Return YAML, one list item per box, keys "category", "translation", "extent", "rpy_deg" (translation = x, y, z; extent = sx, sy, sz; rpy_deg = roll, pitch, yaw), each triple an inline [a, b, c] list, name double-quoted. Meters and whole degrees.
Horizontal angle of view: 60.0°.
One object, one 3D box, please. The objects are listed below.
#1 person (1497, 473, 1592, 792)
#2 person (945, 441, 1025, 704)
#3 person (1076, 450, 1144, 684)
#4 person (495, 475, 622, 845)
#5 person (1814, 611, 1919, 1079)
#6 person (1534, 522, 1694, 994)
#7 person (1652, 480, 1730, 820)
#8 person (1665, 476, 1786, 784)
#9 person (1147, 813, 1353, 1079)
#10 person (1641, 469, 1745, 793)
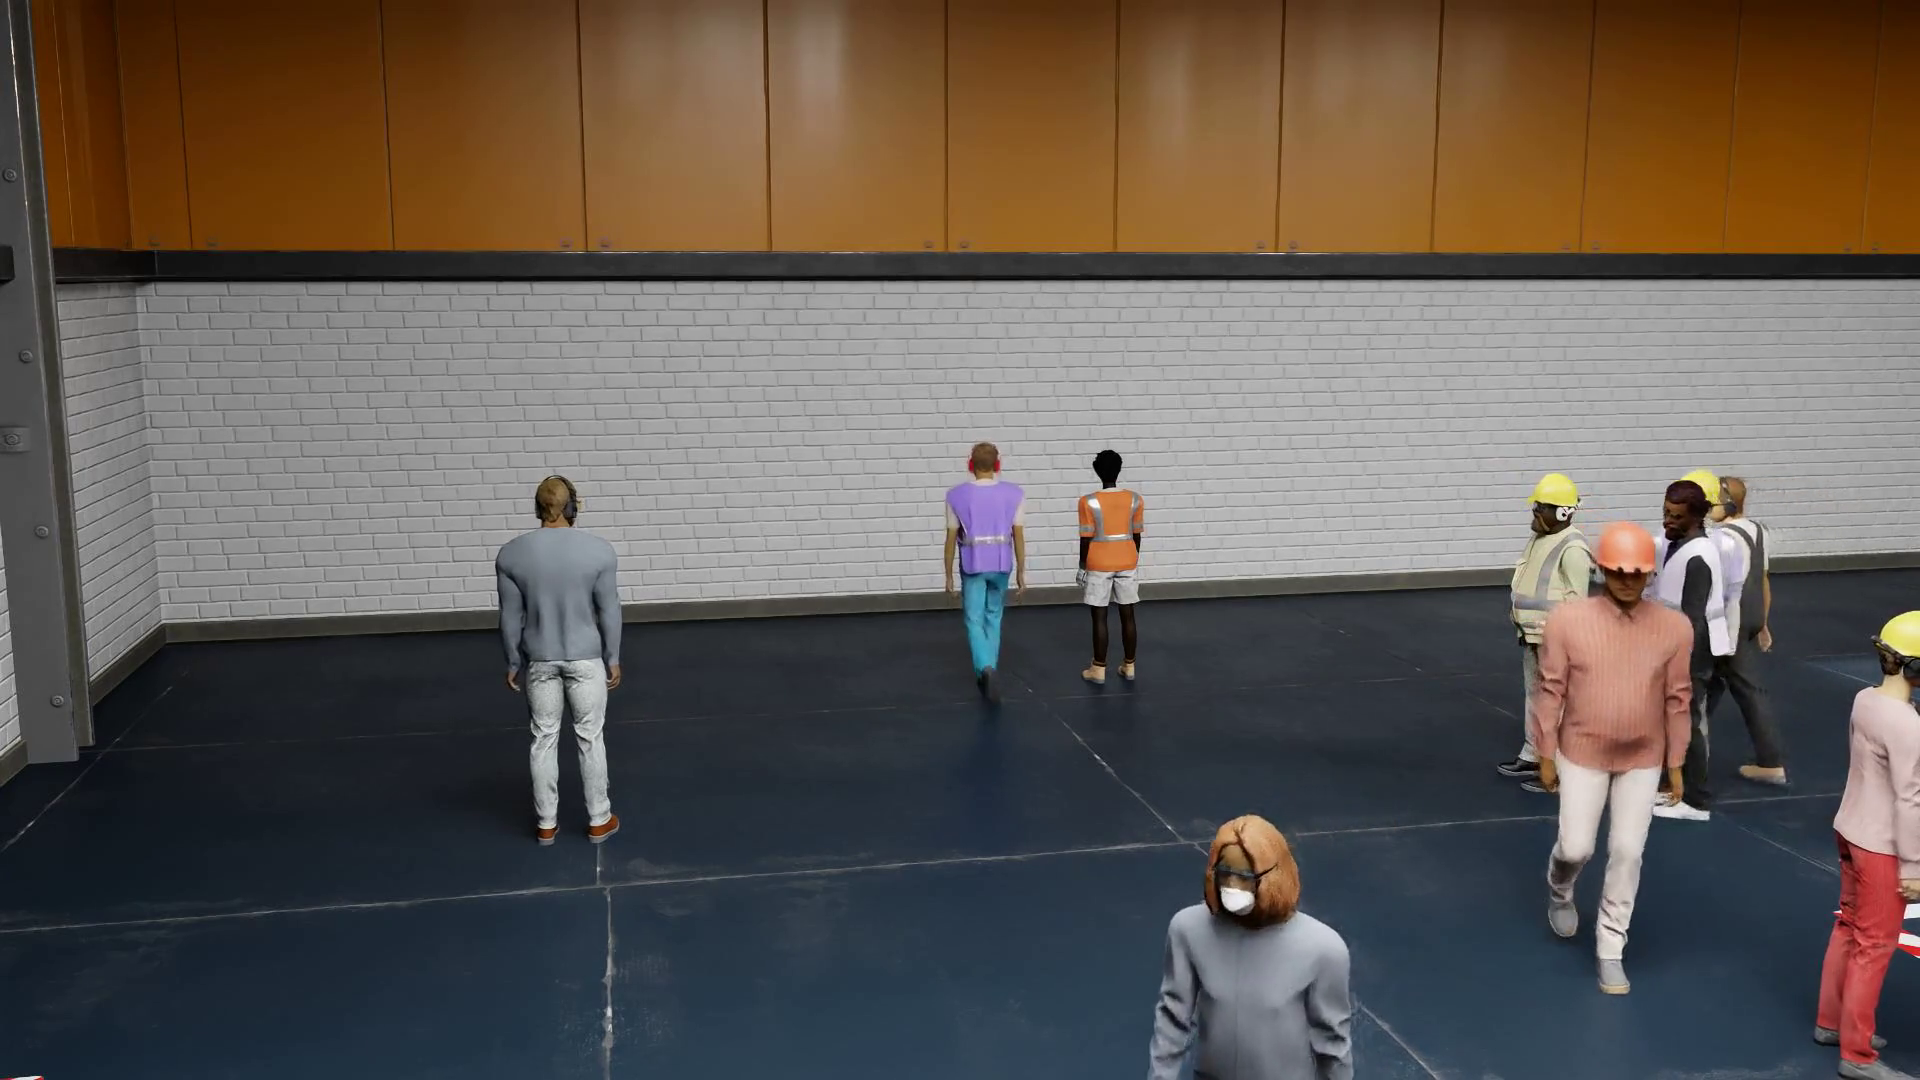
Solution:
- category: "person"
  translation: [3.378, 0.525, 9.597]
  extent: [0.404, 1.837, 0.590]
  rpy_deg: [-1, 9, -5]
- category: "person"
  translation: [0.187, 0.222, 11.566]
  extent: [0.573, 1.807, 0.810]
  rpy_deg: [-2, 10, -12]
- category: "person"
  translation: [1.081, 0.193, 12.039]
  extent: [0.527, 1.698, 0.322]
  rpy_deg: [-4, 10, -21]
- category: "person"
  translation: [-2.068, 0.631, 8.656]
  extent: [0.627, 1.936, 0.374]
  rpy_deg: [-1, 9, -3]
- category: "person"
  translation: [3.446, 1.127, 6.174]
  extent: [0.344, 1.759, 0.534]
  rpy_deg: [2, 9, 10]
- category: "person"
  translation: [2.740, 0.881, 7.022]
  extent: [0.611, 1.978, 0.573]
  rpy_deg: [2, 9, 10]
- category: "person"
  translation: [3.831, 0.600, 9.003]
  extent: [0.625, 1.879, 0.638]
  rpy_deg: [3, 10, 17]
- category: "person"
  translation: [4.575, 0.509, 9.900]
  extent: [0.503, 1.783, 0.970]
  rpy_deg: [-7, 12, -36]
- category: "person"
  translation: [0.705, 1.510, 4.282]
  extent: [0.522, 1.600, 0.737]
  rpy_deg: [6, 11, 32]
- category: "person"
  translation: [4.060, 0.546, 9.342]
  extent: [0.598, 1.890, 0.883]
  rpy_deg: [3, 10, 16]
